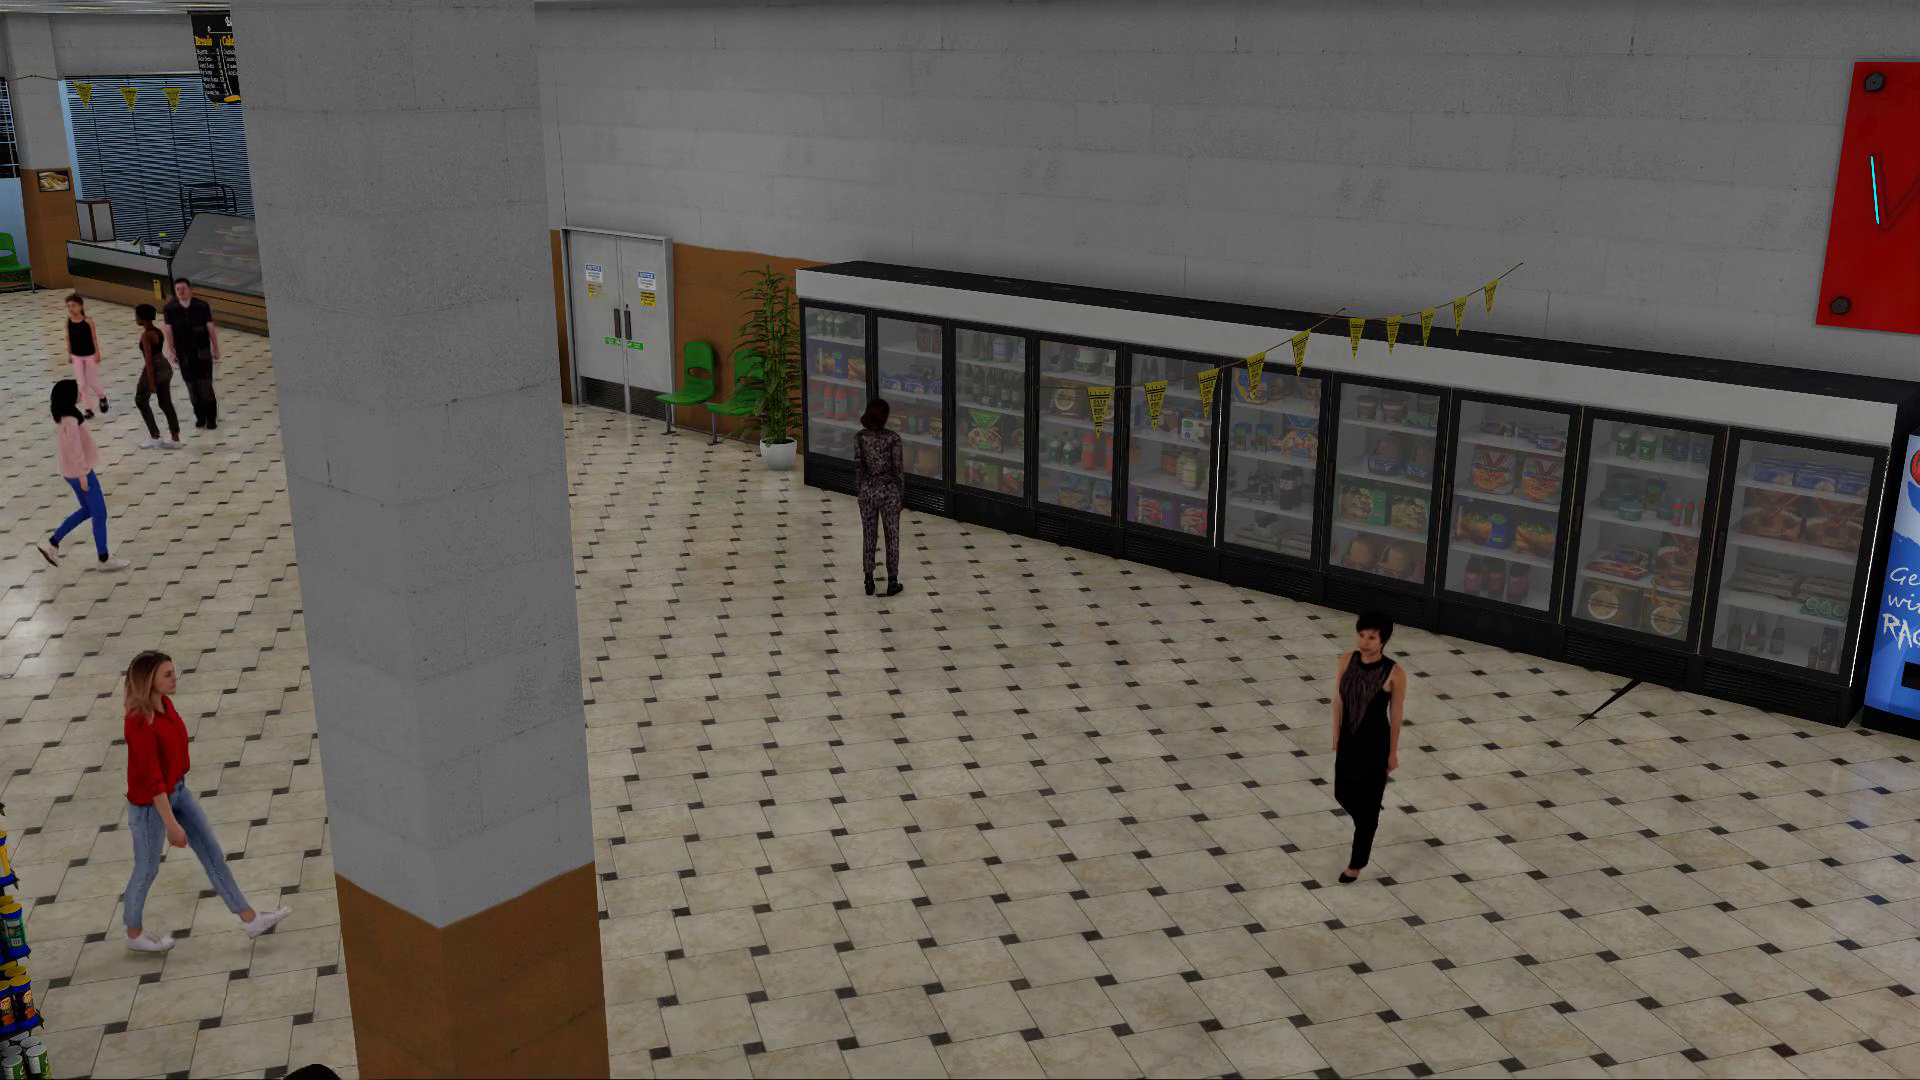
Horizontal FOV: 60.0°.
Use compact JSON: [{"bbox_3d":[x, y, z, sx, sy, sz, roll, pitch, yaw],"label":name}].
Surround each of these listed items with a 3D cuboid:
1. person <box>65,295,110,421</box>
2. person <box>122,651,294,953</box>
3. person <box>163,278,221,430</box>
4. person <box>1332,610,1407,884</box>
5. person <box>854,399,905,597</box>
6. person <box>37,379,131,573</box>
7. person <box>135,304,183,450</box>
[{"bbox_3d":[-10.860,-2.273,20.682,0.761,1.549,0.823,-1,17,-4],"label":"person"},{"bbox_3d":[-4.142,1.379,8.462,1.143,1.661,1.093,-1,17,-4],"label":"person"},{"bbox_3d":[-9.322,-2.286,20.243,0.924,1.829,0.979,-4,17,-12],"label":"person"},{"bbox_3d":[2.327,1.137,9.381,0.585,1.591,0.792,15,22,40],"label":"person"},{"bbox_3d":[-0.684,-0.368,14.123,0.672,1.714,0.704,3,17,11],"label":"person"},{"bbox_3d":[-7.826,-0.540,14.628,0.992,1.750,0.775,-12,21,-35],"label":"person"},{"bbox_3d":[-9.136,-1.866,19.109,0.789,1.684,0.731,1,17,2],"label":"person"}]
